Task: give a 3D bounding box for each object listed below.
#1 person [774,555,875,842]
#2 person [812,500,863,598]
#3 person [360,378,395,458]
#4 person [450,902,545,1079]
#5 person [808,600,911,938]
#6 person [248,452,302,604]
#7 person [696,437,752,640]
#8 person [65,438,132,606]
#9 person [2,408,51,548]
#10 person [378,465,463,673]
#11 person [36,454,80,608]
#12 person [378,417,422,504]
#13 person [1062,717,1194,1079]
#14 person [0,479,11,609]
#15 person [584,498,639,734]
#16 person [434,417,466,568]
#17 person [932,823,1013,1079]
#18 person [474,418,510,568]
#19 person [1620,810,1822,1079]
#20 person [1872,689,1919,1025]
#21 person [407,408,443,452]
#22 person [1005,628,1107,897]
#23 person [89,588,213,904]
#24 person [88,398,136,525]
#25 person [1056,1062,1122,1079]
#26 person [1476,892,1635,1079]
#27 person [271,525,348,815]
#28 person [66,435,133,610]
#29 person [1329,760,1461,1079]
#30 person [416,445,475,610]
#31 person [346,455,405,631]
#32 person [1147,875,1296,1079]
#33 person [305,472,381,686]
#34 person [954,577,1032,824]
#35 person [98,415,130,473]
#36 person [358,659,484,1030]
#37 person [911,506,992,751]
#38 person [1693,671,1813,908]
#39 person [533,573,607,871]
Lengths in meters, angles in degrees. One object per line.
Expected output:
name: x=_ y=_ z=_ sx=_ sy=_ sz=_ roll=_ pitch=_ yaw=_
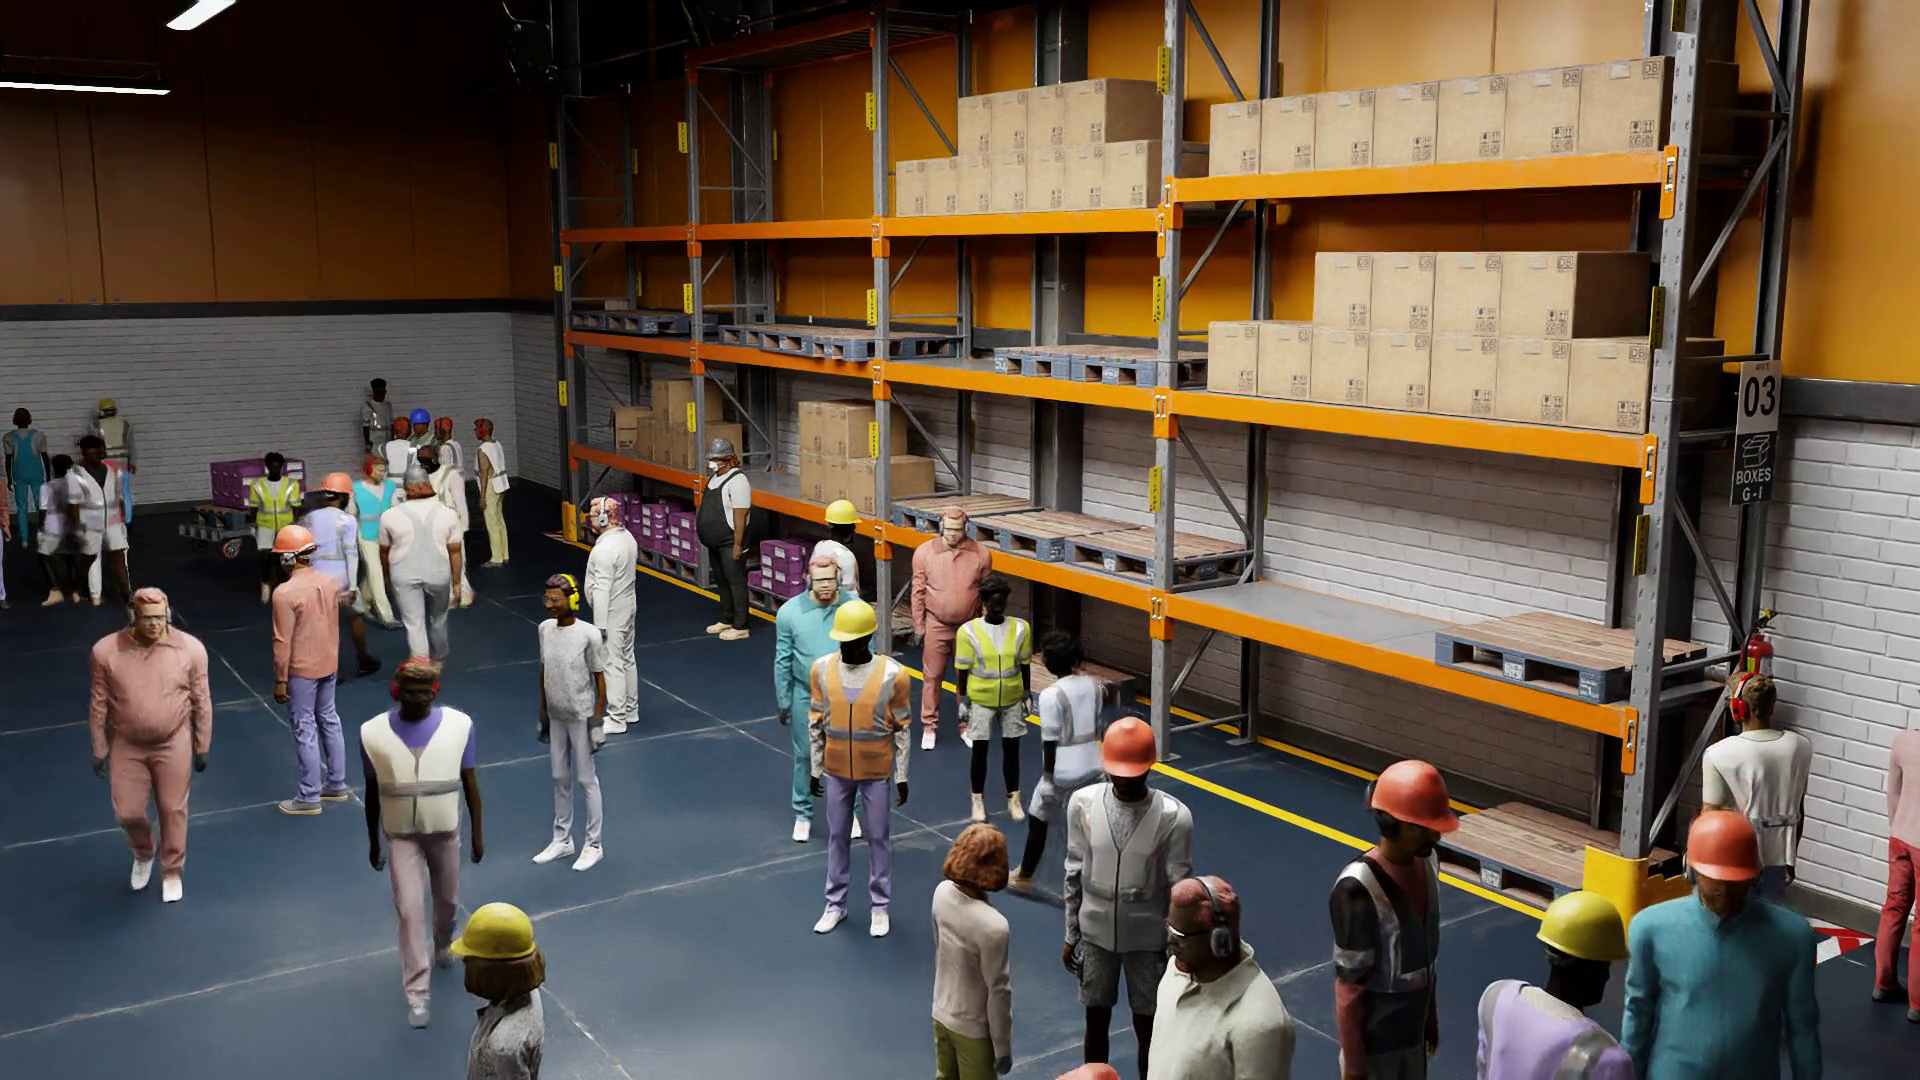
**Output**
person: x=-0.870 y=1.026 z=10.830 sx=0.663 sy=1.899 sz=0.395 roll=-2 pitch=10 yaw=-9
person: x=-0.934 y=0.641 z=12.985 sx=0.370 sy=1.925 sz=0.594 roll=-6 pitch=11 yaw=-32
person: x=-8.928 y=-1.517 z=25.583 sx=0.372 sy=1.958 sz=0.599 roll=5 pitch=11 yaw=28
person: x=-1.480 y=2.018 z=5.441 sx=0.287 sy=1.746 sz=0.487 roll=-2 pitch=10 yaw=-13
person: x=-0.567 y=1.272 z=9.305 sx=0.585 sy=1.921 sz=0.383 roll=2 pitch=10 yaw=12
person: x=-7.503 y=-0.133 z=18.258 sx=0.535 sy=1.672 sz=0.614 roll=-4 pitch=11 yaw=-24
person: x=-2.367 y=-0.030 z=16.595 sx=0.535 sy=2.000 sz=0.683 roll=-7 pitch=12 yaw=-34
person: x=-9.402 y=-0.204 z=18.210 sx=0.625 sy=1.840 sz=0.430 roll=-5 pitch=11 yaw=-27
person: x=-12.181 y=-0.811 z=21.750 sx=0.514 sy=1.846 sz=0.337 roll=-5 pitch=11 yaw=-28
person: x=-4.792 y=0.286 z=14.738 sx=0.683 sy=2.000 sz=1.047 roll=-5 pitch=11 yaw=-26
person: x=-9.807 y=-0.095 z=18.149 sx=0.363 sy=1.671 sz=0.638 roll=4 pitch=10 yaw=21
person: x=-6.729 y=-0.554 z=20.140 sx=0.569 sy=1.882 sz=0.338 roll=1 pitch=10 yaw=5
person: x=0.693 y=1.667 z=6.984 sx=0.551 sy=1.925 sz=0.391 roll=4 pitch=10 yaw=20
person: x=-10.468 y=-0.104 z=17.831 sx=0.526 sy=1.768 sz=0.331 roll=-8 pitch=12 yaw=-38
person: x=-2.800 y=0.601 z=13.317 sx=0.400 sy=1.900 sz=0.647 roll=1 pitch=10 yaw=7
person: x=-6.190 y=-0.554 z=20.160 sx=0.369 sy=1.879 sz=0.584 roll=-1 pitch=10 yaw=-4
person: x=0.047 y=1.898 z=6.510 sx=0.286 sy=1.624 sz=0.496 roll=-6 pitch=11 yaw=-31
person: x=-5.735 y=-0.574 z=20.399 sx=0.384 sy=1.838 sz=0.568 roll=1 pitch=10 yaw=4
person: x=2.612 y=1.852 z=5.774 sx=0.619 sy=1.969 sz=0.846 roll=2 pitch=10 yaw=13
person: x=4.833 y=1.527 z=8.287 sx=0.327 sy=1.760 sz=0.524 roll=-1 pitch=10 yaw=-7
person: x=-6.607 y=-0.660 z=20.565 sx=0.613 sy=1.945 sz=0.406 roll=5 pitch=11 yaw=25
person: x=0.581 y=1.334 z=9.728 sx=0.894 sy=1.646 sz=0.570 roll=9 pitch=13 yaw=42
person: x=-4.744 y=1.207 z=9.778 sx=0.661 sy=1.884 sz=0.422 roll=-4 pitch=10 yaw=-23
person: x=-12.005 y=-1.100 z=23.537 sx=0.615 sy=1.822 sz=0.410 roll=-8 pitch=13 yaw=-41
person: x=0.321 y=2.146 z=3.898 sx=0.636 sy=2.009 sz=0.924 roll=6 pitch=11 yaw=30
person: x=1.815 y=1.996 z=5.082 sx=0.400 sy=1.915 sz=0.591 roll=-4 pitch=11 yaw=-23
person: x=-4.492 y=0.881 z=11.419 sx=0.408 sy=1.987 sz=0.614 roll=3 pitch=10 yaw=15
person: x=-9.292 y=-0.192 z=17.968 sx=1.022 sy=1.904 sz=0.616 roll=8 pitch=13 yaw=40
person: x=1.577 y=1.775 z=6.038 sx=0.411 sy=2.032 sz=0.611 roll=9 pitch=13 yaw=43
person: x=-5.561 y=-0.121 z=17.791 sx=0.660 sy=1.817 sz=0.434 roll=4 pitch=11 yaw=25
person: x=-6.003 y=0.014 z=17.084 sx=0.937 sy=1.787 sz=0.564 roll=5 pitch=11 yaw=28
person: x=0.777 y=1.974 z=5.269 sx=0.399 sy=1.897 sz=0.652 roll=-3 pitch=10 yaw=-18
person: x=-5.513 y=0.336 z=14.868 sx=0.535 sy=1.887 sz=0.904 roll=2 pitch=10 yaw=12
person: x=0.226 y=1.072 z=11.170 sx=0.540 sy=1.686 sz=0.323 roll=-2 pitch=10 yaw=-13
person: x=-12.139 y=-1.051 z=23.773 sx=0.500 sy=1.636 sz=0.284 roll=-5 pitch=11 yaw=-26
person: x=-2.743 y=1.464 z=8.506 sx=0.575 sy=1.811 sz=0.873 roll=-3 pitch=10 yaw=-17
person: x=-0.055 y=0.679 z=12.852 sx=0.638 sy=1.901 sz=0.402 roll=-1 pitch=10 yaw=-8
person: x=3.779 y=1.544 z=7.966 sx=0.560 sy=1.836 sz=0.394 roll=-2 pitch=10 yaw=-12
person: x=-2.424 y=1.121 z=10.337 sx=0.521 sy=1.873 sz=0.336 roll=5 pitch=11 yaw=28
